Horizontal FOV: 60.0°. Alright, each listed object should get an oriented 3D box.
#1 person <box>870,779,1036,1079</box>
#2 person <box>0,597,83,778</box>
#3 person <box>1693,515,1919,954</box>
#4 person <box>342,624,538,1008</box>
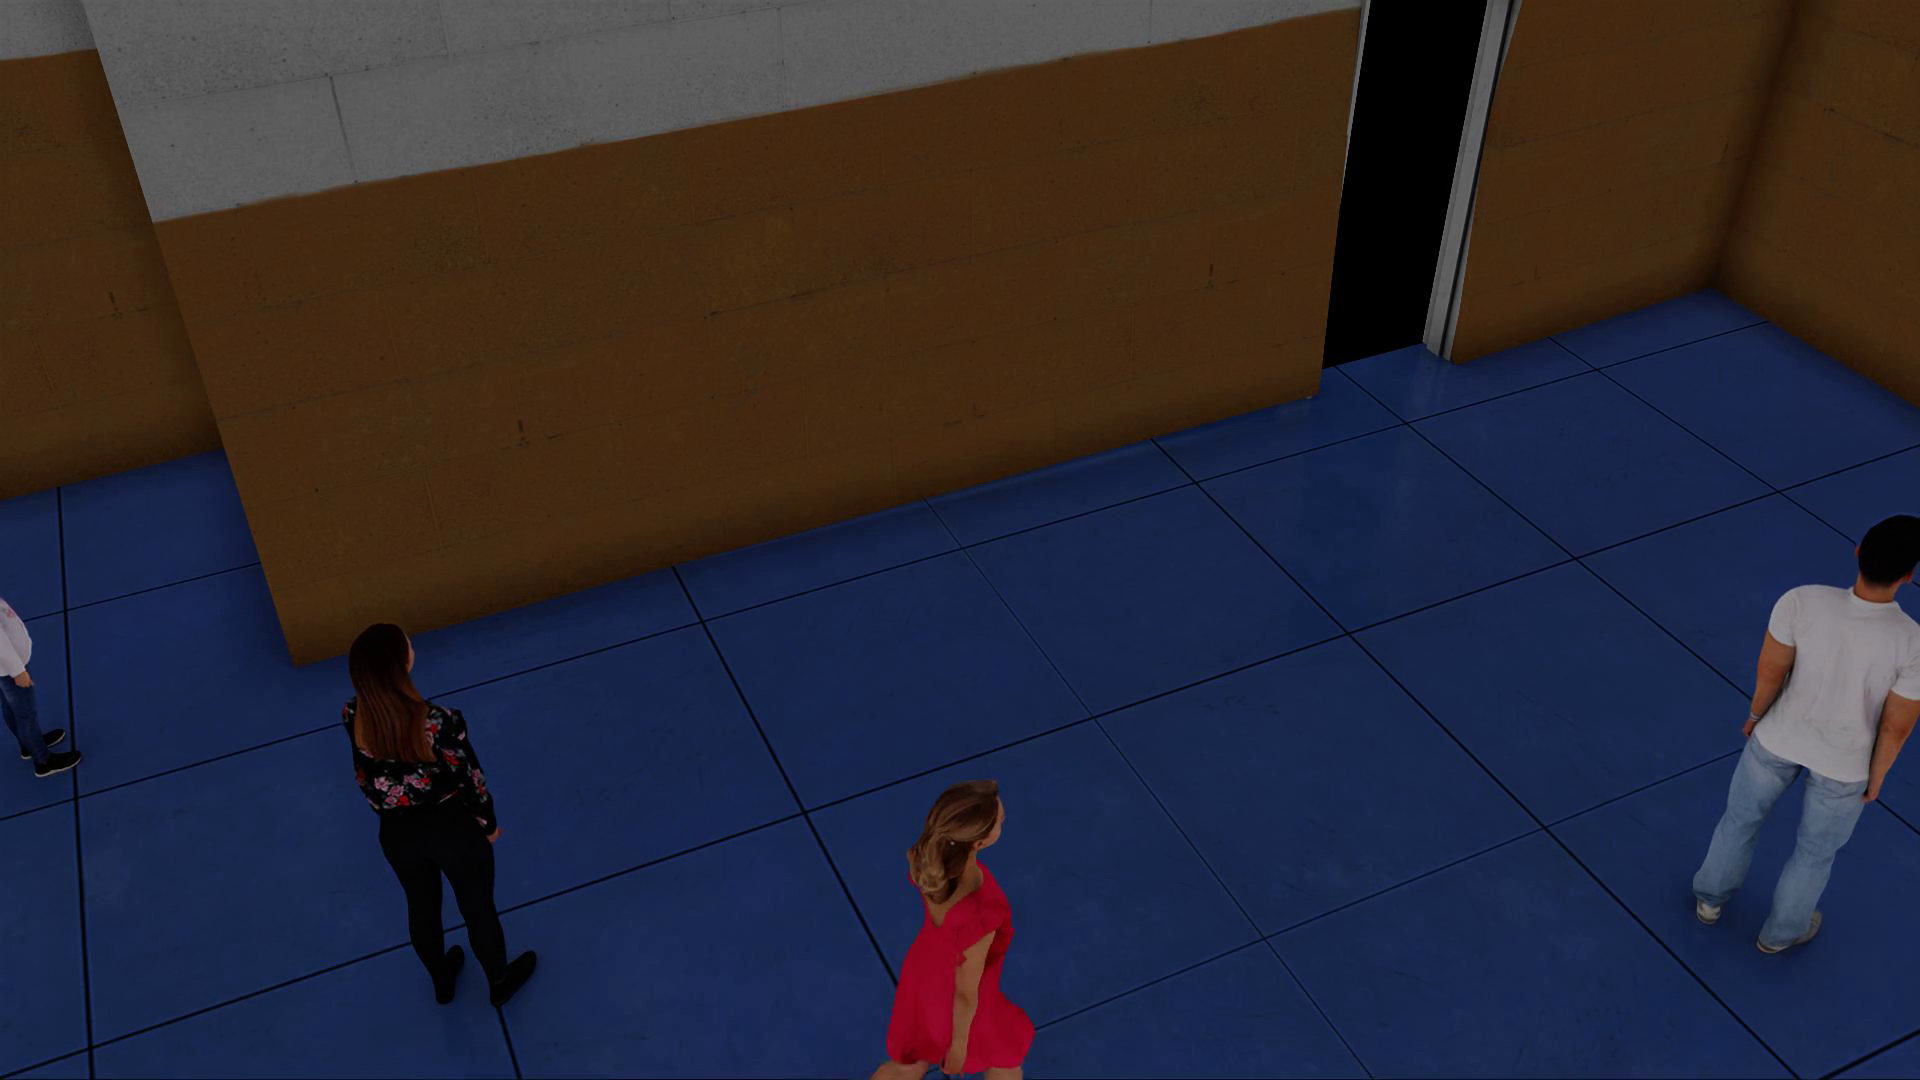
[{"bbox_3d":[-0.119,1.391,4.945,0.663,1.681,0.961,-18,41,-23],"label":"person"},{"bbox_3d":[-3.838,0.463,6.656,0.558,1.111,0.471,-29,46,-33],"label":"person"},{"bbox_3d":[2.949,0.691,5.723,0.636,1.866,0.804,30,46,33],"label":"person"},{"bbox_3d":[-1.759,0.945,5.538,0.651,1.683,0.676,6,37,8],"label":"person"}]
